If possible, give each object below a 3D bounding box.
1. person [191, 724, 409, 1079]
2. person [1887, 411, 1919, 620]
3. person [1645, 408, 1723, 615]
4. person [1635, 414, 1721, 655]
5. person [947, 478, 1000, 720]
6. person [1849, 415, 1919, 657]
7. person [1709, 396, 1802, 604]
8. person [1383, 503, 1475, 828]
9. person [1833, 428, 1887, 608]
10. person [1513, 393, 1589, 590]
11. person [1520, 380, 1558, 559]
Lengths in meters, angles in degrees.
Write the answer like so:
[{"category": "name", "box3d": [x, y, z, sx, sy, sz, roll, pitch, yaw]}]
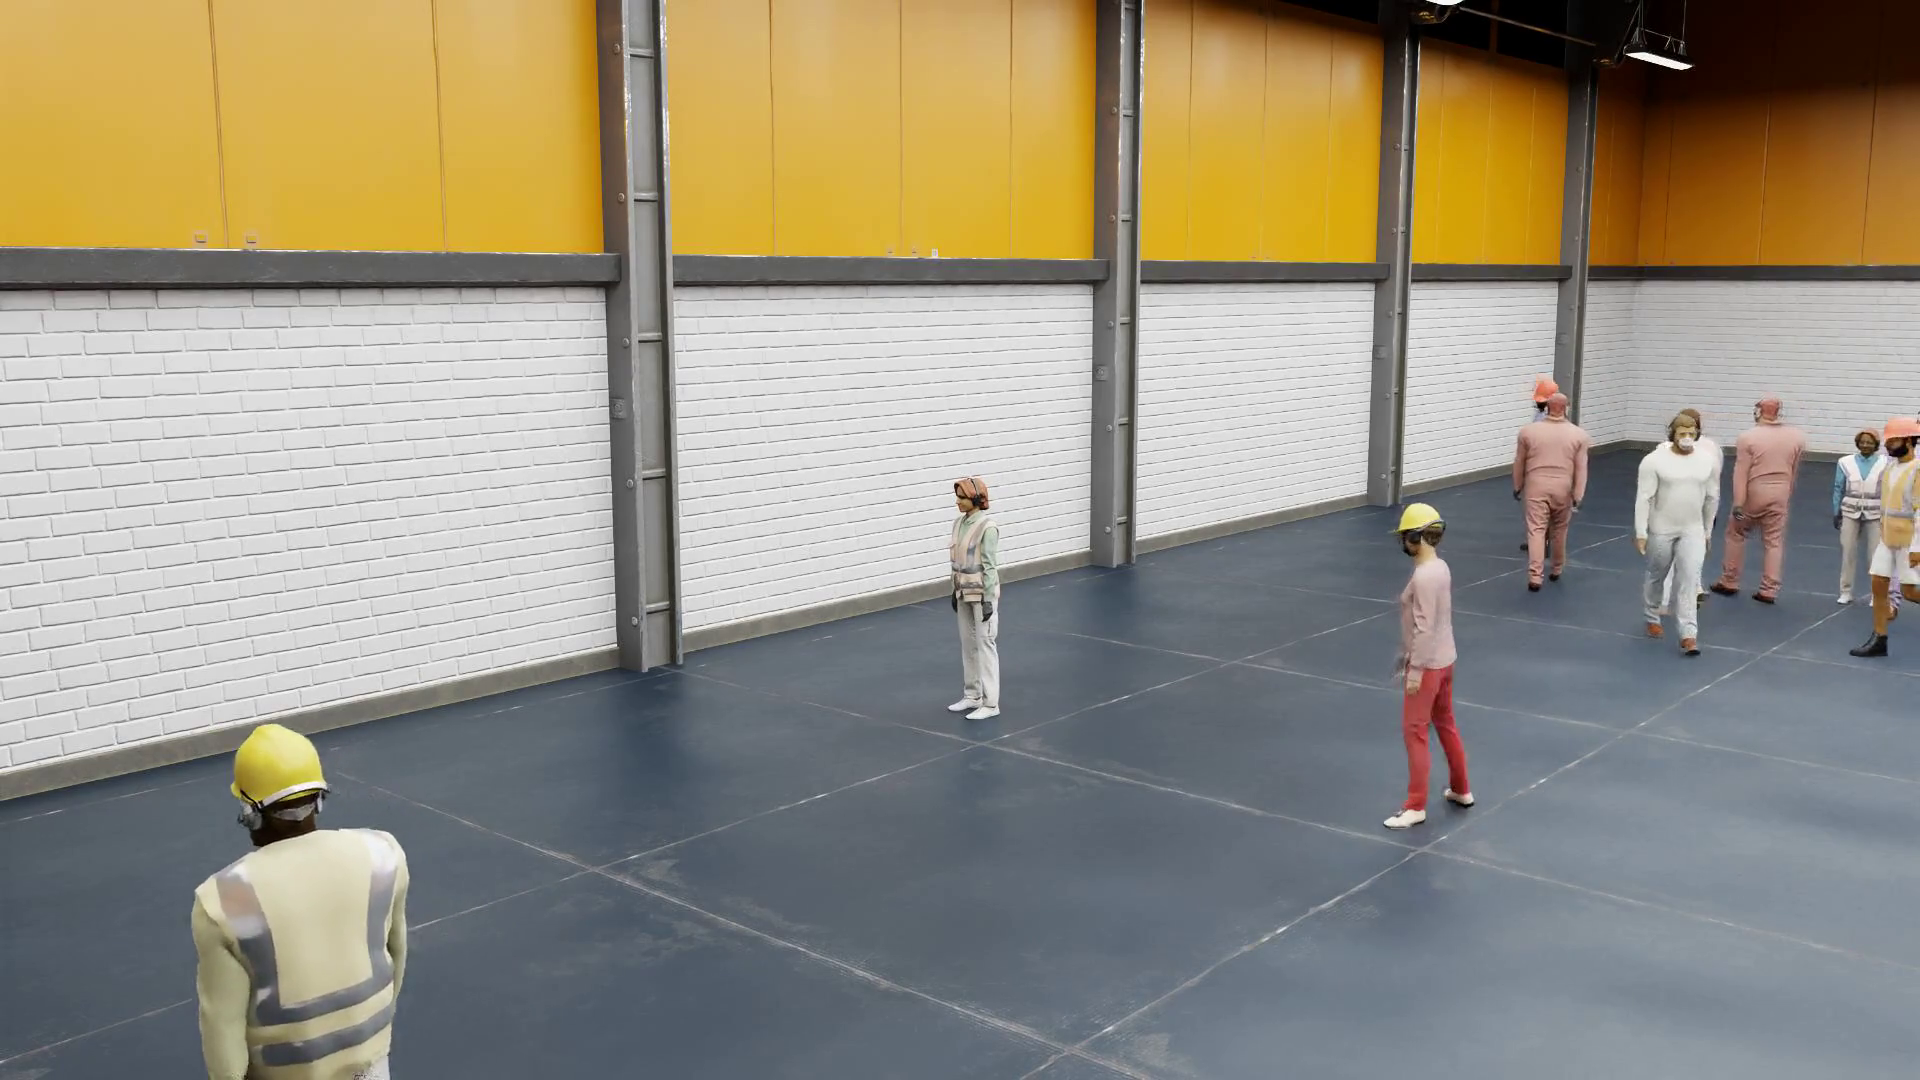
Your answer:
[{"category": "person", "box3d": [-1.806, 1.368, 4.564, 0.597, 1.780, 0.931, -8, 12, -40]}, {"category": "person", "box3d": [8.268, -0.237, 14.280, 0.641, 1.905, 0.410, 4, 10, 22]}, {"category": "person", "box3d": [6.302, -0.237, 14.539, 0.706, 1.820, 0.497, -2, 9, -10]}, {"category": "person", "box3d": [5.723, -0.069, 13.302, 0.651, 1.886, 1.042, 1, 9, 8]}, {"category": "person", "box3d": [0.099, 0.390, 11.198, 0.314, 1.629, 0.509, -6, 11, -31]}, {"category": "person", "box3d": [7.399, -0.015, 12.911, 0.765, 1.907, 0.544, -2, 9, -9]}, {"category": "person", "box3d": [7.304, -0.387, 15.293, 0.659, 1.876, 0.808, -1, 9, -6]}, {"category": "person", "box3d": [2.568, 0.670, 9.086, 0.451, 1.740, 0.760, 5, 10, 29]}, {"category": "person", "box3d": [8.124, -0.201, 14.947, 0.519, 1.618, 0.339, 7, 11, 36]}, {"category": "person", "box3d": [5.637, -0.472, 15.913, 0.661, 1.855, 1.018, 3, 10, 18]}, {"category": "person", "box3d": [6.146, -0.763, 17.645, 0.370, 1.900, 0.705, -1, 9, -3]}]
